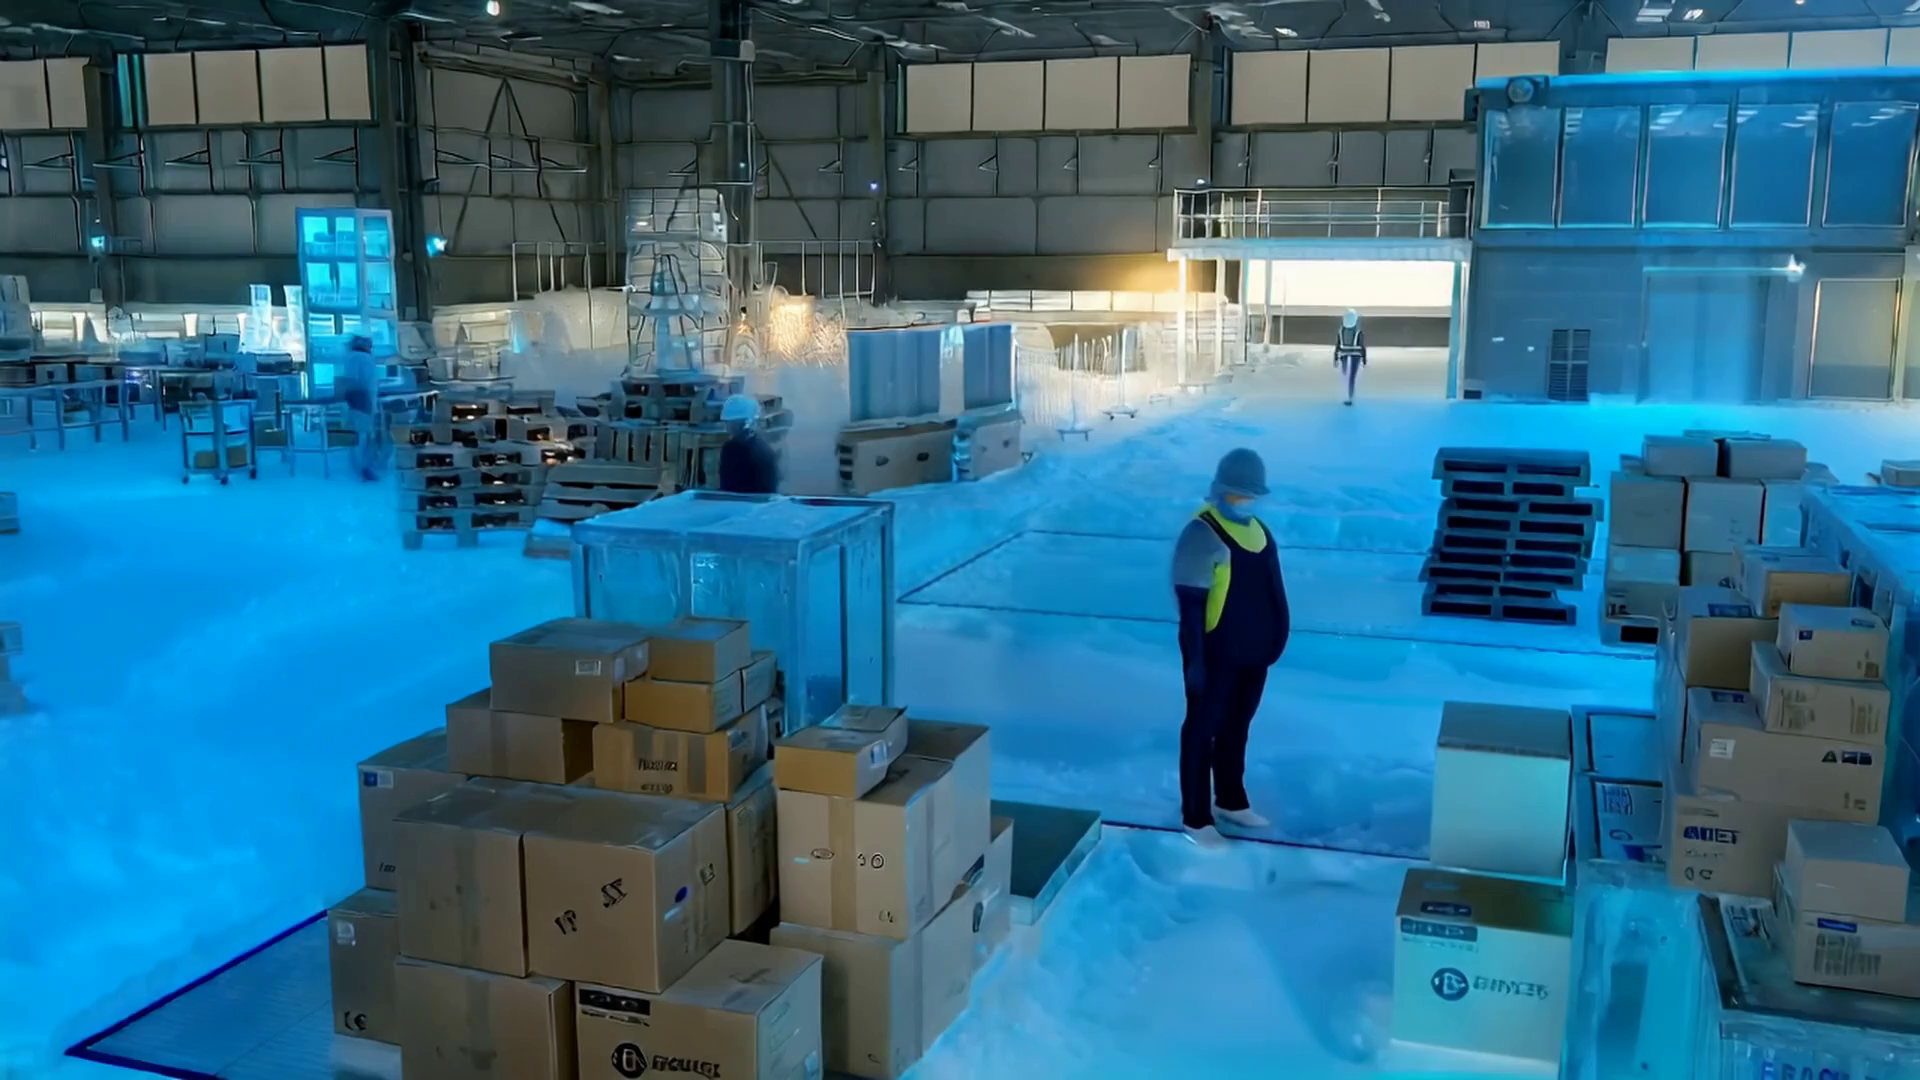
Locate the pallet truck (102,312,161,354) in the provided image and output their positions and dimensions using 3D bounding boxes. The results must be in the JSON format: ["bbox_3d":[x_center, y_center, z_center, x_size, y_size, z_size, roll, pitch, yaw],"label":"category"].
[{"bbox_3d":[-23.057,-5.777,46.261,0.680,1.201,1.601,3,11,19],"label":"pallet truck"}]

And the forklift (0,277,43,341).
[{"bbox_3d":[-27.151,-6.329,46.328,1.157,1.987,2.680,3,11,17],"label":"forklift"}]

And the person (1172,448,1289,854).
[{"bbox_3d":[1.401,0.536,8.422,0.536,2.000,0.681,9,14,42],"label":"person"}]

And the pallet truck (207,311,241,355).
[{"bbox_3d":[-19.537,-5.575,44.913,0.653,1.274,1.630,3,11,19],"label":"pallet truck"}]

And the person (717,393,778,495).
[{"bbox_3d":[-1.538,-0.085,12.111,0.485,1.980,0.617,-8,13,-38],"label":"person"}]

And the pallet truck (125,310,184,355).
[{"bbox_3d":[-22.038,-5.665,45.457,0.704,1.261,1.522,3,11,17],"label":"pallet truck"}]

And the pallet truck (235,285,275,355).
[{"bbox_3d":[-18.327,-5.835,44.421,0.823,1.965,1.885,4,11,23],"label":"pallet truck"}]

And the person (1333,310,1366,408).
[{"bbox_3d":[7.355,-3.414,31.310,0.595,1.835,0.842,8,13,37],"label":"person"}]

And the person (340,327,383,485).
[{"bbox_3d":[-7.608,-1.693,21.091,0.643,1.991,0.694,4,11,24],"label":"person"}]

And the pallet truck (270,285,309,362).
[{"bbox_3d":[-17.147,-5.700,43.663,0.823,1.965,1.885,3,11,17],"label":"pallet truck"}]
